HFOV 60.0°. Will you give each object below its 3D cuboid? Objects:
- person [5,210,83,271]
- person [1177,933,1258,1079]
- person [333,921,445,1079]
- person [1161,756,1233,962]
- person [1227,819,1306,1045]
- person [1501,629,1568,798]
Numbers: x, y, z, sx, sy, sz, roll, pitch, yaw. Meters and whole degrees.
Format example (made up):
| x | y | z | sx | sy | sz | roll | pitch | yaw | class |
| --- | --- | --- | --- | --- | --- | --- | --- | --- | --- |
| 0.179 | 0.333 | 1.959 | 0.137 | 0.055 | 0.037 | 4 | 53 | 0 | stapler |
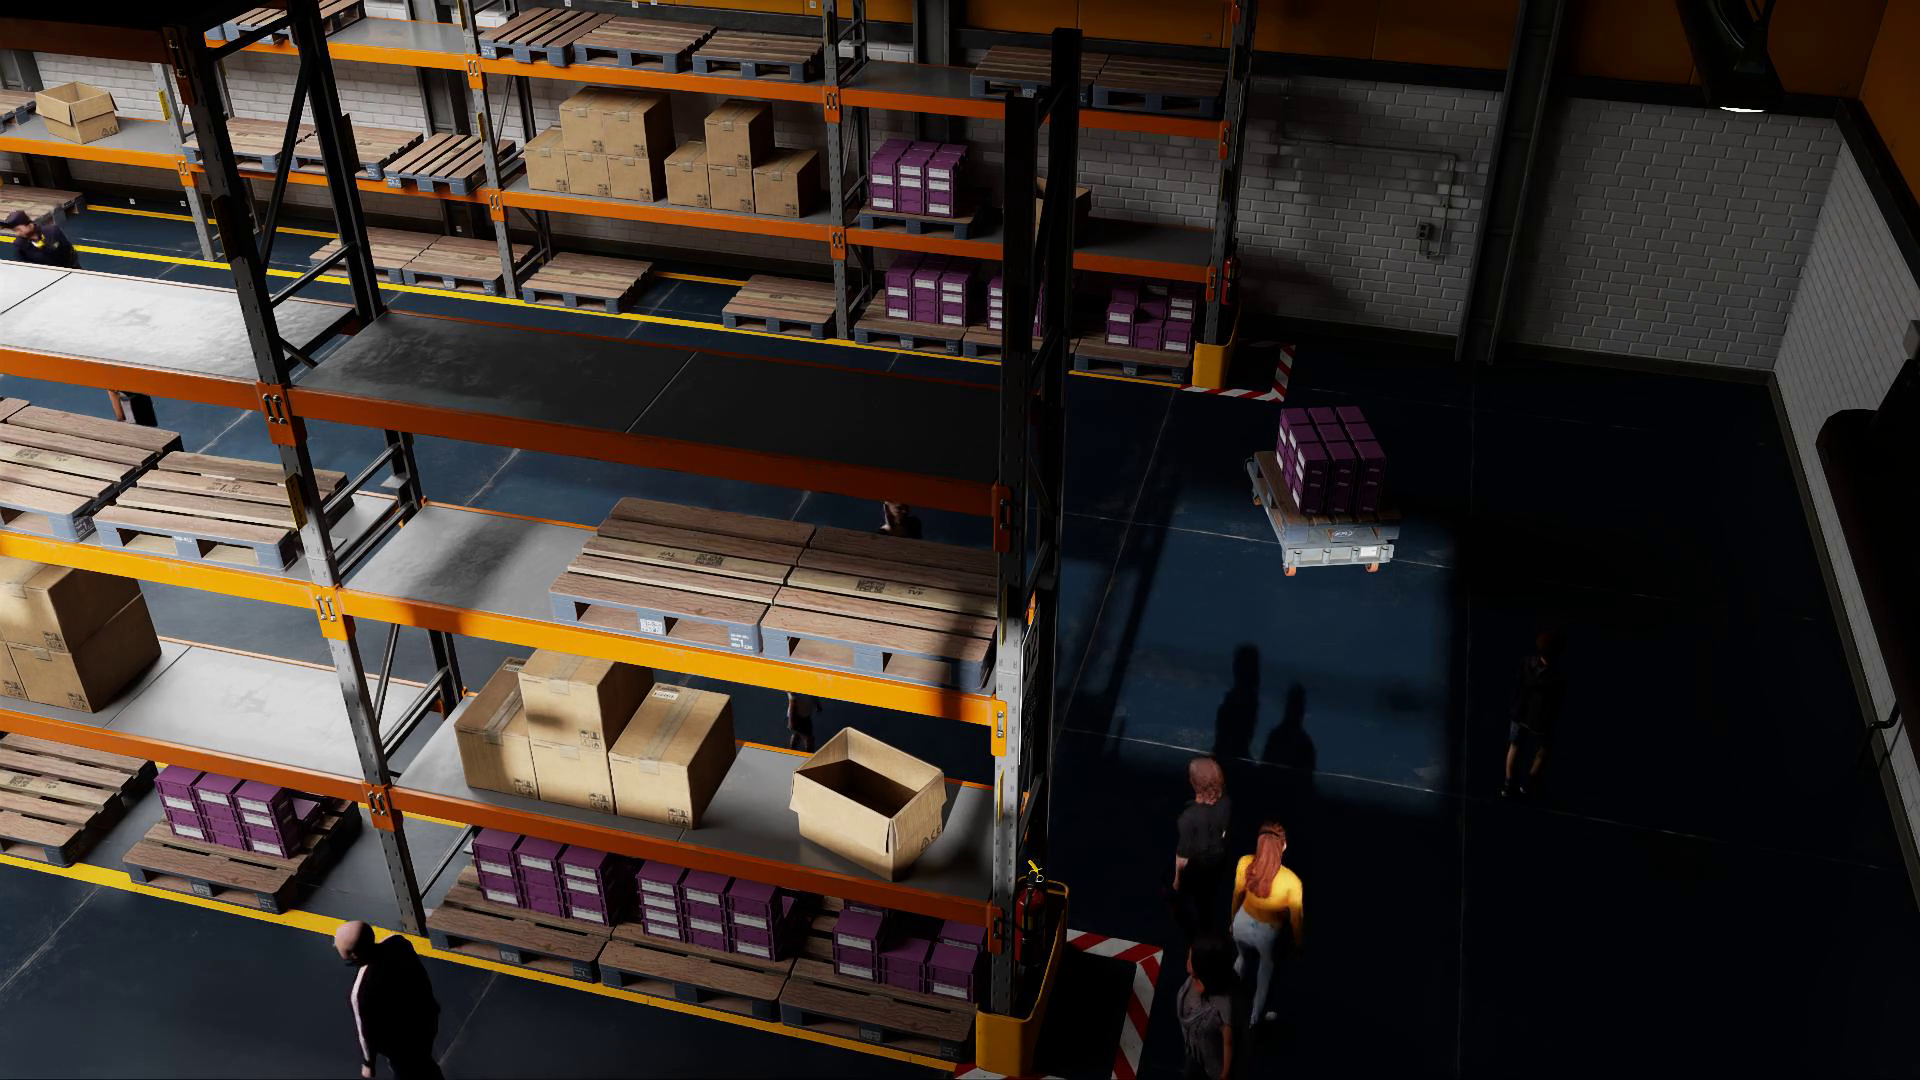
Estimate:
| x | y | z | sx | sy | sz | roll | pitch | yaw | class |
| --- | --- | --- | --- | --- | --- | --- | --- | --- | --- |
| -9.507 | -2.759 | 17.588 | 0.850 | 1.642 | 0.838 | 21 | 39 | 29 | person |
| 1.517 | 2.787 | 9.307 | 1.086 | 1.573 | 0.932 | -9 | 35 | -14 | person |
| -2.943 | 2.763 | 9.153 | 1.102 | 1.783 | 0.781 | 6 | 34 | 8 | person |
| 1.545 | 2.069 | 10.277 | 0.729 | 1.695 | 0.780 | -24 | 40 | -31 | person |
| 1.741 | 2.373 | 9.780 | 0.733 | 1.739 | 0.794 | 25 | 41 | 32 | person |
| 4.014 | 1.250 | 11.739 | 0.712 | 1.440 | 0.637 | -28 | 43 | -35 | person |
